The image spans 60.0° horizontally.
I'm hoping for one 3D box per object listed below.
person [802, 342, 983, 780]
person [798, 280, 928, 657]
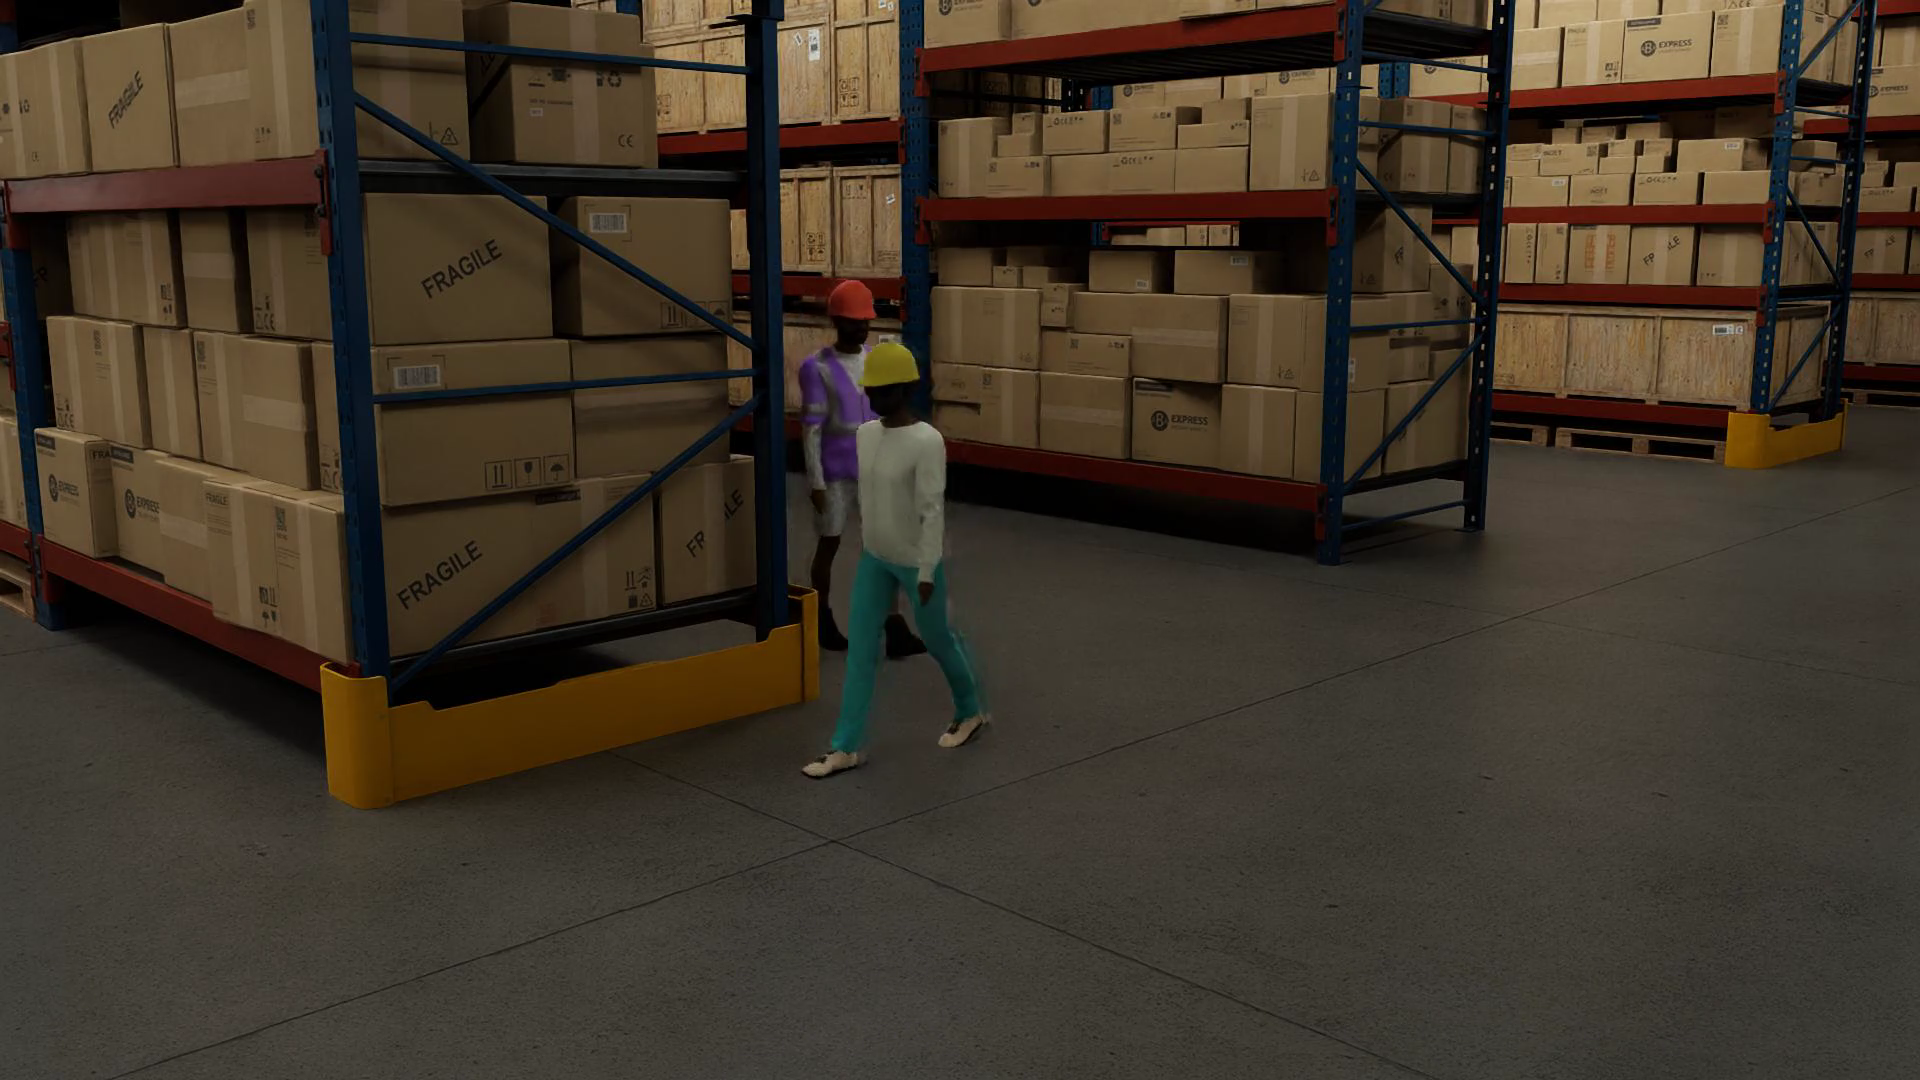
[{"bbox_3d":[-0.227,0.060,6.696,0.537,1.719,0.927,10,14,42],"label":"person"},{"bbox_3d":[-0.493,-0.333,8.332,0.568,1.899,0.896,-7,13,-35],"label":"person"}]
